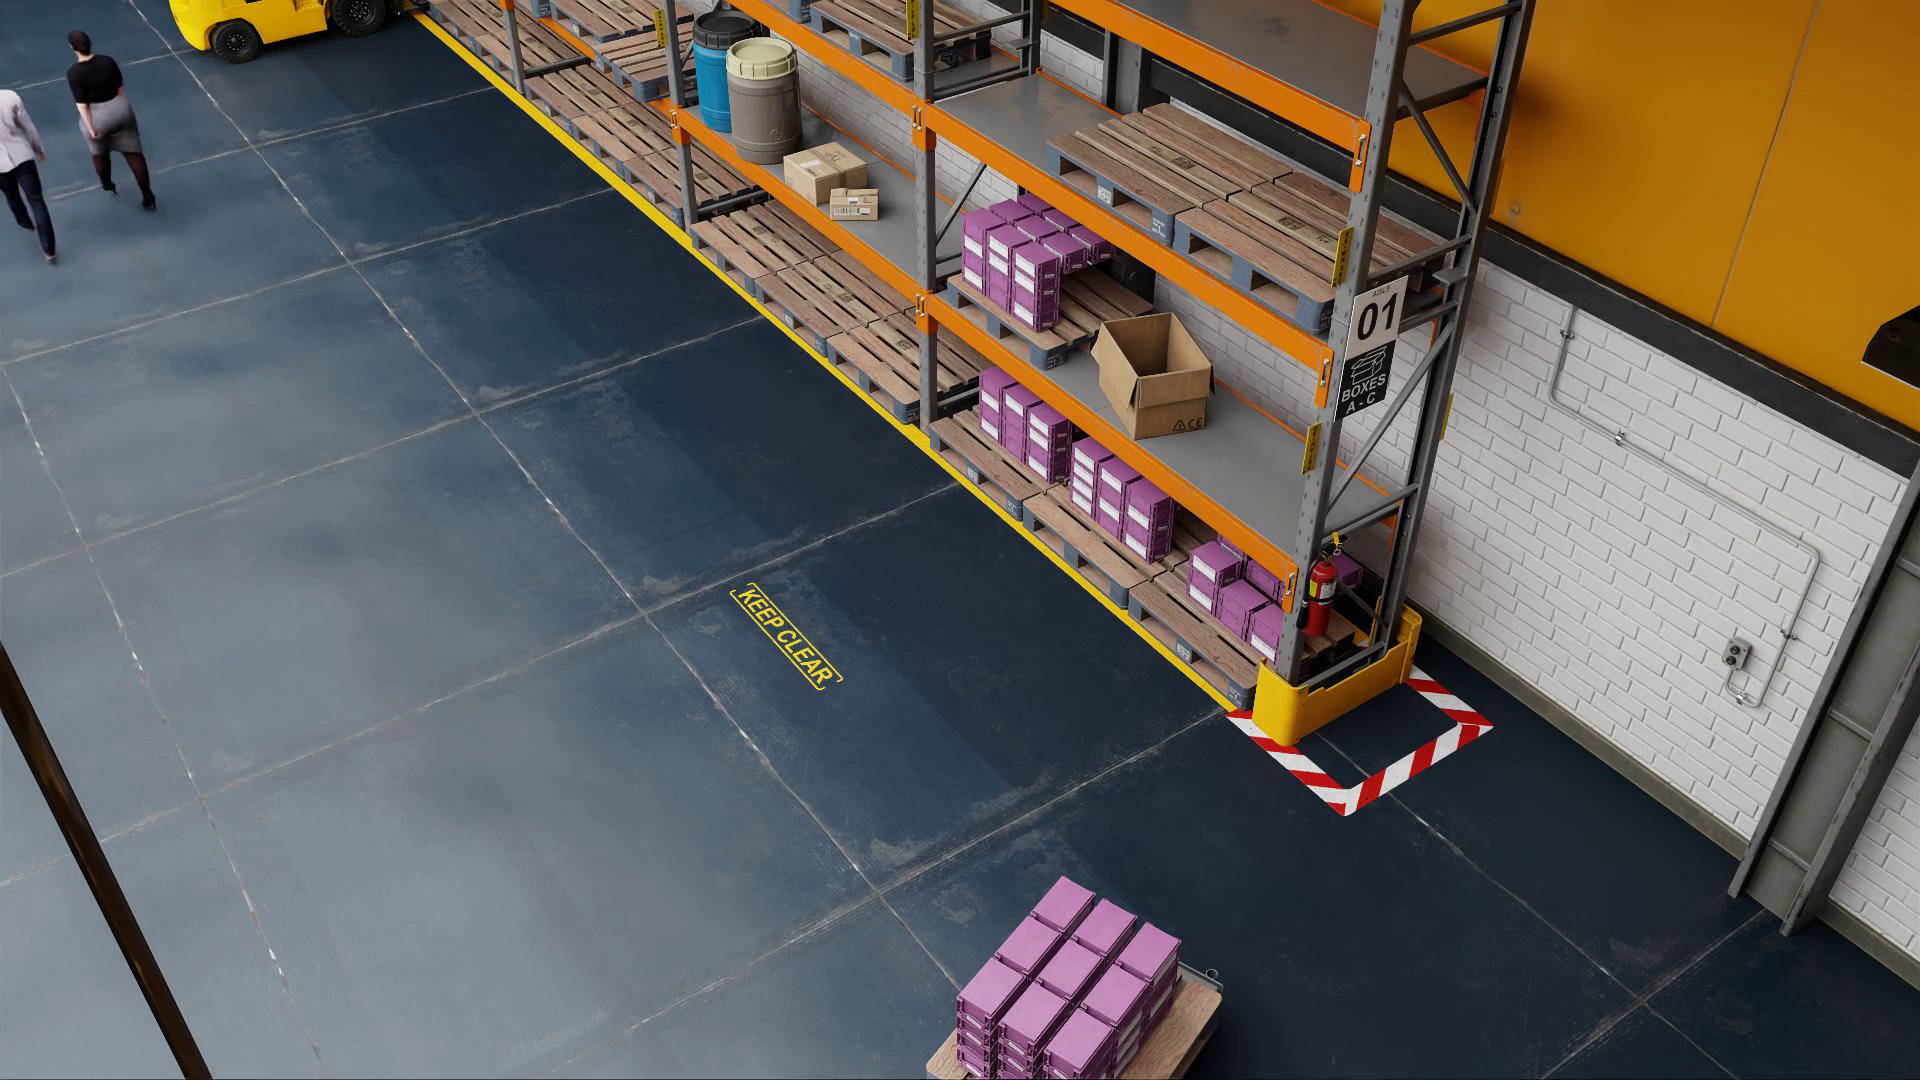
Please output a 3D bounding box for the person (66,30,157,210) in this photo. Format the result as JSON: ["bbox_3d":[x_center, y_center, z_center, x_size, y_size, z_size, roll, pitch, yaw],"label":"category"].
[{"bbox_3d":[-7.973,-3.918,15.697,1.047,1.725,0.782,32,48,33],"label":"person"}]

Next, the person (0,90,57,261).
[{"bbox_3d":[-8.510,-3.373,14.952,0.746,1.804,1.185,-20,43,-24],"label":"person"}]
